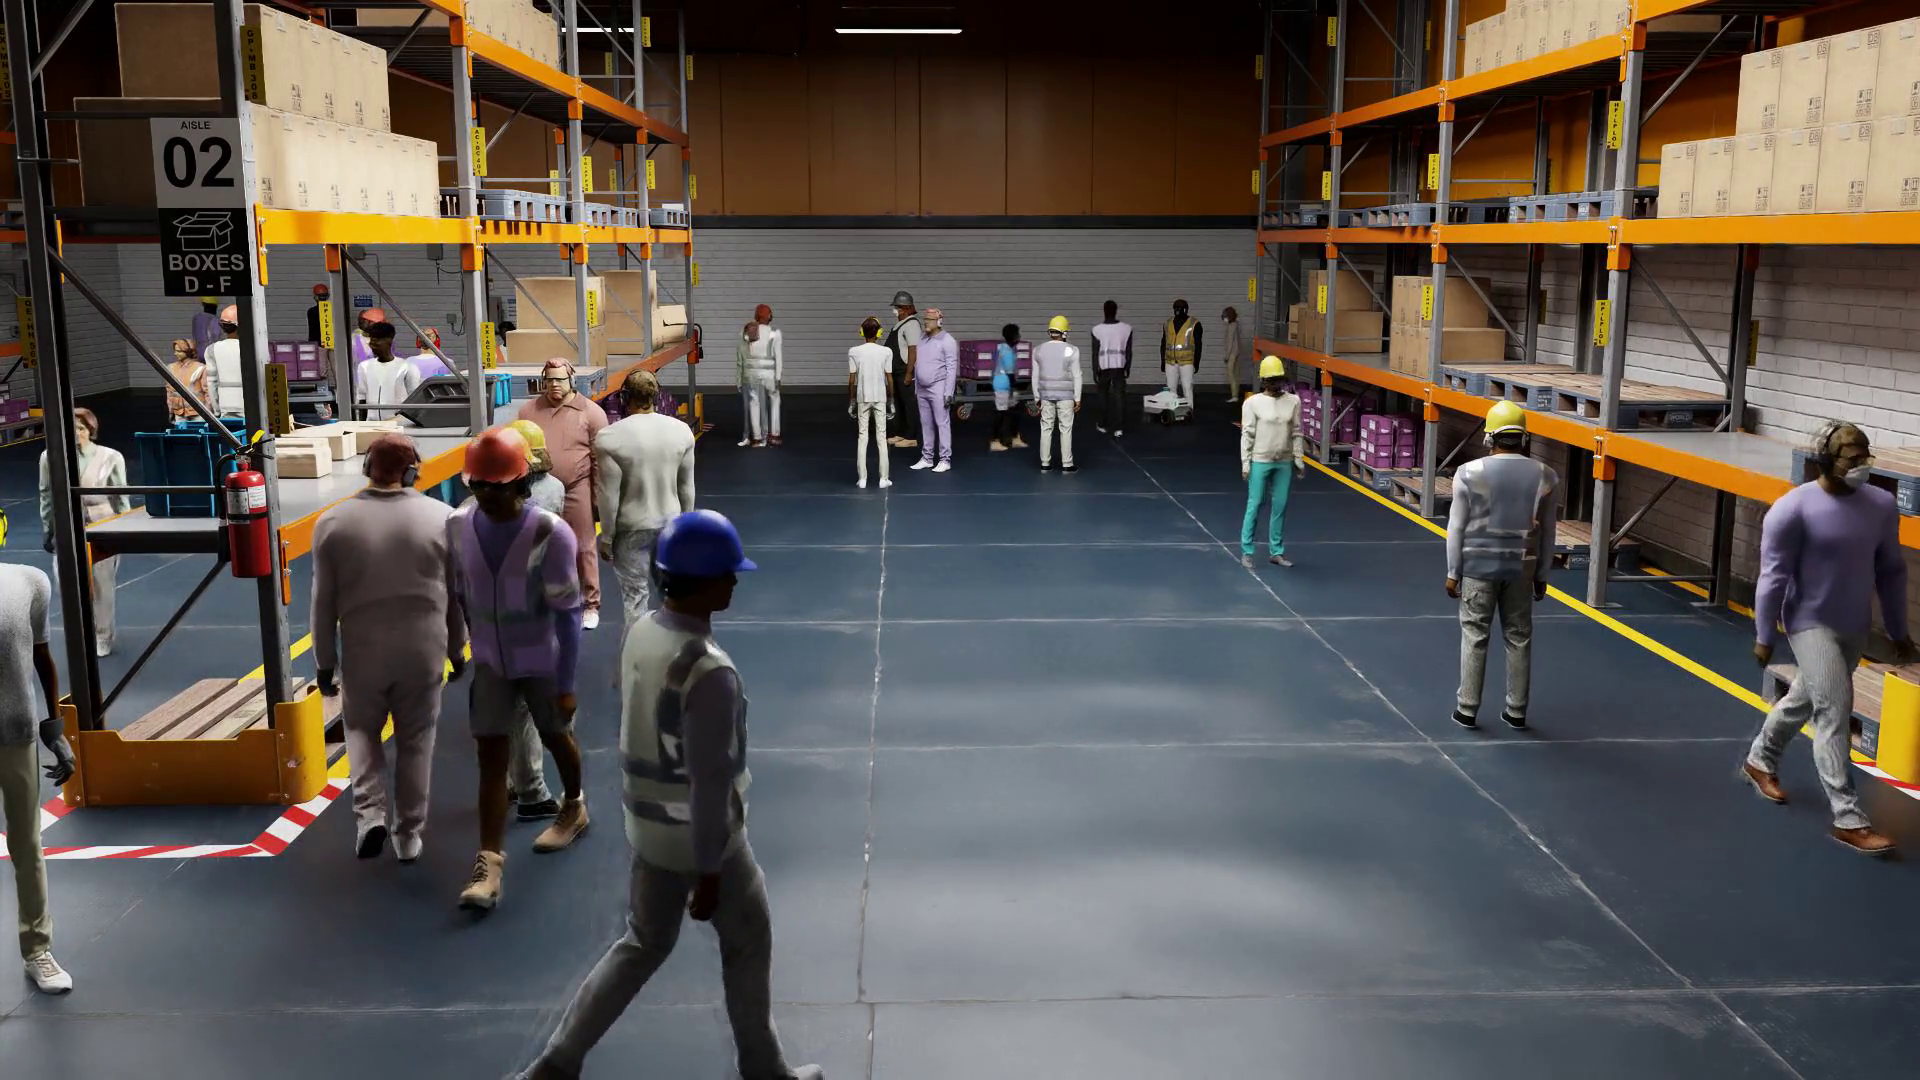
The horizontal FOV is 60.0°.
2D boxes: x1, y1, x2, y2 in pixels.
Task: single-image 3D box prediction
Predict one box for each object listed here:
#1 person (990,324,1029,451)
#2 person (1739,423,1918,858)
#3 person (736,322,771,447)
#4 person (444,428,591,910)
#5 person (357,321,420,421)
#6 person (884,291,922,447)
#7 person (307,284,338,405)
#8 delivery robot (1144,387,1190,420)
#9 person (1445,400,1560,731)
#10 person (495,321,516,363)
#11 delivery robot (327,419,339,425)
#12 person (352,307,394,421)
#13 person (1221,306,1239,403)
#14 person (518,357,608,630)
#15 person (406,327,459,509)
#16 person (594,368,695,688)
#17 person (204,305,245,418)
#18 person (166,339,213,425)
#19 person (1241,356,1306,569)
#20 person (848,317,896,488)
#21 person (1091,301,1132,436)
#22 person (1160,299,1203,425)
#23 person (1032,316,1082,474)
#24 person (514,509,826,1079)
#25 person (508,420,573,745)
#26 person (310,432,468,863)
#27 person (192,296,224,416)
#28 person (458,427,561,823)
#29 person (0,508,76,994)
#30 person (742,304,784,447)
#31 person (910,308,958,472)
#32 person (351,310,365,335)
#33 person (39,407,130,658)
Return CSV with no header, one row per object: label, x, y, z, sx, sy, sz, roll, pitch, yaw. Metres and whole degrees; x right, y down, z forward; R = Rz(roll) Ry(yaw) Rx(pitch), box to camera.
person,0.647,-1.934,21.213,0.576,1.652,0.595,2,10,11
person,3.947,0.397,7.598,0.634,1.893,1.055,-3,11,-17
person,-2.707,-2.037,21.831,0.501,1.631,0.287,4,11,20
person,-1.815,0.486,6.914,0.612,1.951,1.138,2,10,11
person,-5.238,-1.026,15.275,0.610,1.963,0.366,2,10,9
person,-0.772,-2.244,21.851,0.537,2.000,0.682,-3,11,-16
person,-10.385,-3.185,27.212,0.381,1.996,0.608,7,12,35
delivery robot,3.019,-1.994,24.324,0.477,0.478,0.707,-8,13,-37
person,2.956,0.150,9.136,0.586,1.824,0.404,0,10,-2
person,-5.630,-1.889,20.828,0.534,1.697,0.322,0,10,1
delivery robot,-7.503,-1.219,20.015,0.707,0.478,0.477,-3,10,-15
person,-7.118,-1.845,20.030,0.680,1.911,0.600,-3,11,-15
person,4.546,-3.121,27.940,0.325,1.609,0.643,2,10,13
person,-2.748,-0.313,11.503,0.635,1.899,0.401,1,10,7
person,-5.216,-1.168,16.405,0.569,1.840,0.374,0,10,-2
person,-1.879,-0.056,9.946,0.631,1.940,0.372,-7,12,-35
person,-7.266,-1.340,16.798,0.605,2.045,0.379,1,10,8
person,-8.373,-1.370,18.106,0.514,1.637,0.314,1,10,8
person,2.568,-0.634,13.701,0.555,1.753,0.342,-3,11,-14
person,-0.964,-1.498,18.166,0.532,1.871,0.321,0,10,1
person,2.112,-2.396,23.181,0.590,1.870,1.007,0,10,-2
person,3.229,-2.611,24.447,0.633,1.841,0.429,6,12,31
person,1.131,-1.676,19.259,0.602,1.829,0.404,4,11,21
person,-0.878,0.856,4.947,0.899,1.917,0.608,-8,13,-37
person,-2.293,0.226,8.913,0.298,1.745,0.484,3,11,19
person,-2.435,0.479,7.155,0.656,1.881,0.463,-4,11,-21
person,-11.398,-2.811,25.325,0.593,1.924,0.383,6,12,28
person,-2.078,0.391,7.743,0.588,1.835,0.403,9,14,41
person,-3.399,0.722,5.823,0.535,1.863,0.311,-9,13,-41
person,-2.580,-2.175,21.965,0.580,1.858,0.707,2,10,12
person,-0.324,-1.751,19.464,0.409,1.913,0.647,-10,14,-43
person,-7.408,-1.971,20.898,0.429,1.838,0.621,0,10,2
person,-5.626,-0.043,10.720,0.539,1.623,0.368,-3,11,-16
